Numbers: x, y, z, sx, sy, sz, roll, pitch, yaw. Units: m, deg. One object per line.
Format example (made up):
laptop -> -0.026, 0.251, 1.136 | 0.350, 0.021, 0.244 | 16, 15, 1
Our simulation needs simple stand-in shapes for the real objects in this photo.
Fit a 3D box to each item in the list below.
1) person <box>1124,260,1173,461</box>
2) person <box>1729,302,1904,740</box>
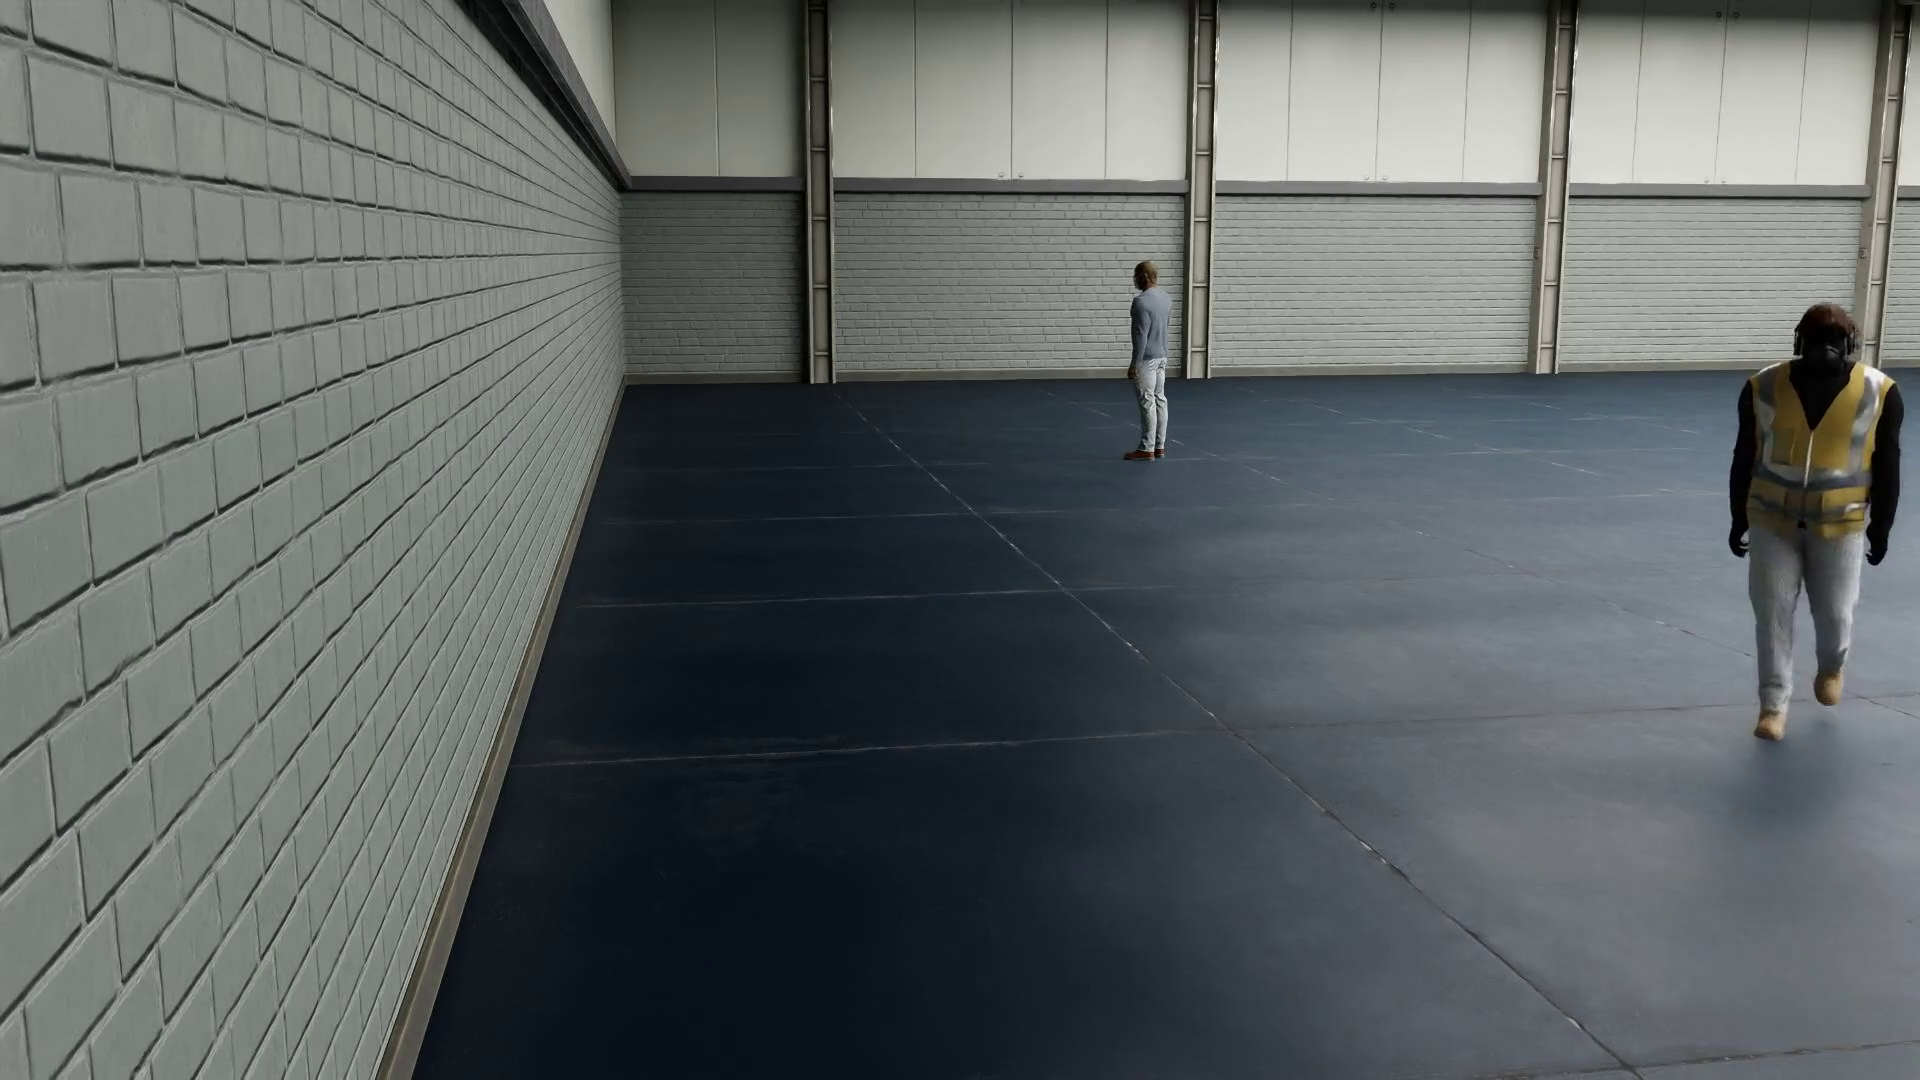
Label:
person -> 1.821, -1.735, 16.129 | 0.371, 1.939, 0.627 | 6, 12, 32
person -> 3.578, -0.090, 7.005 | 0.635, 1.824, 0.605 | 6, 11, 30
